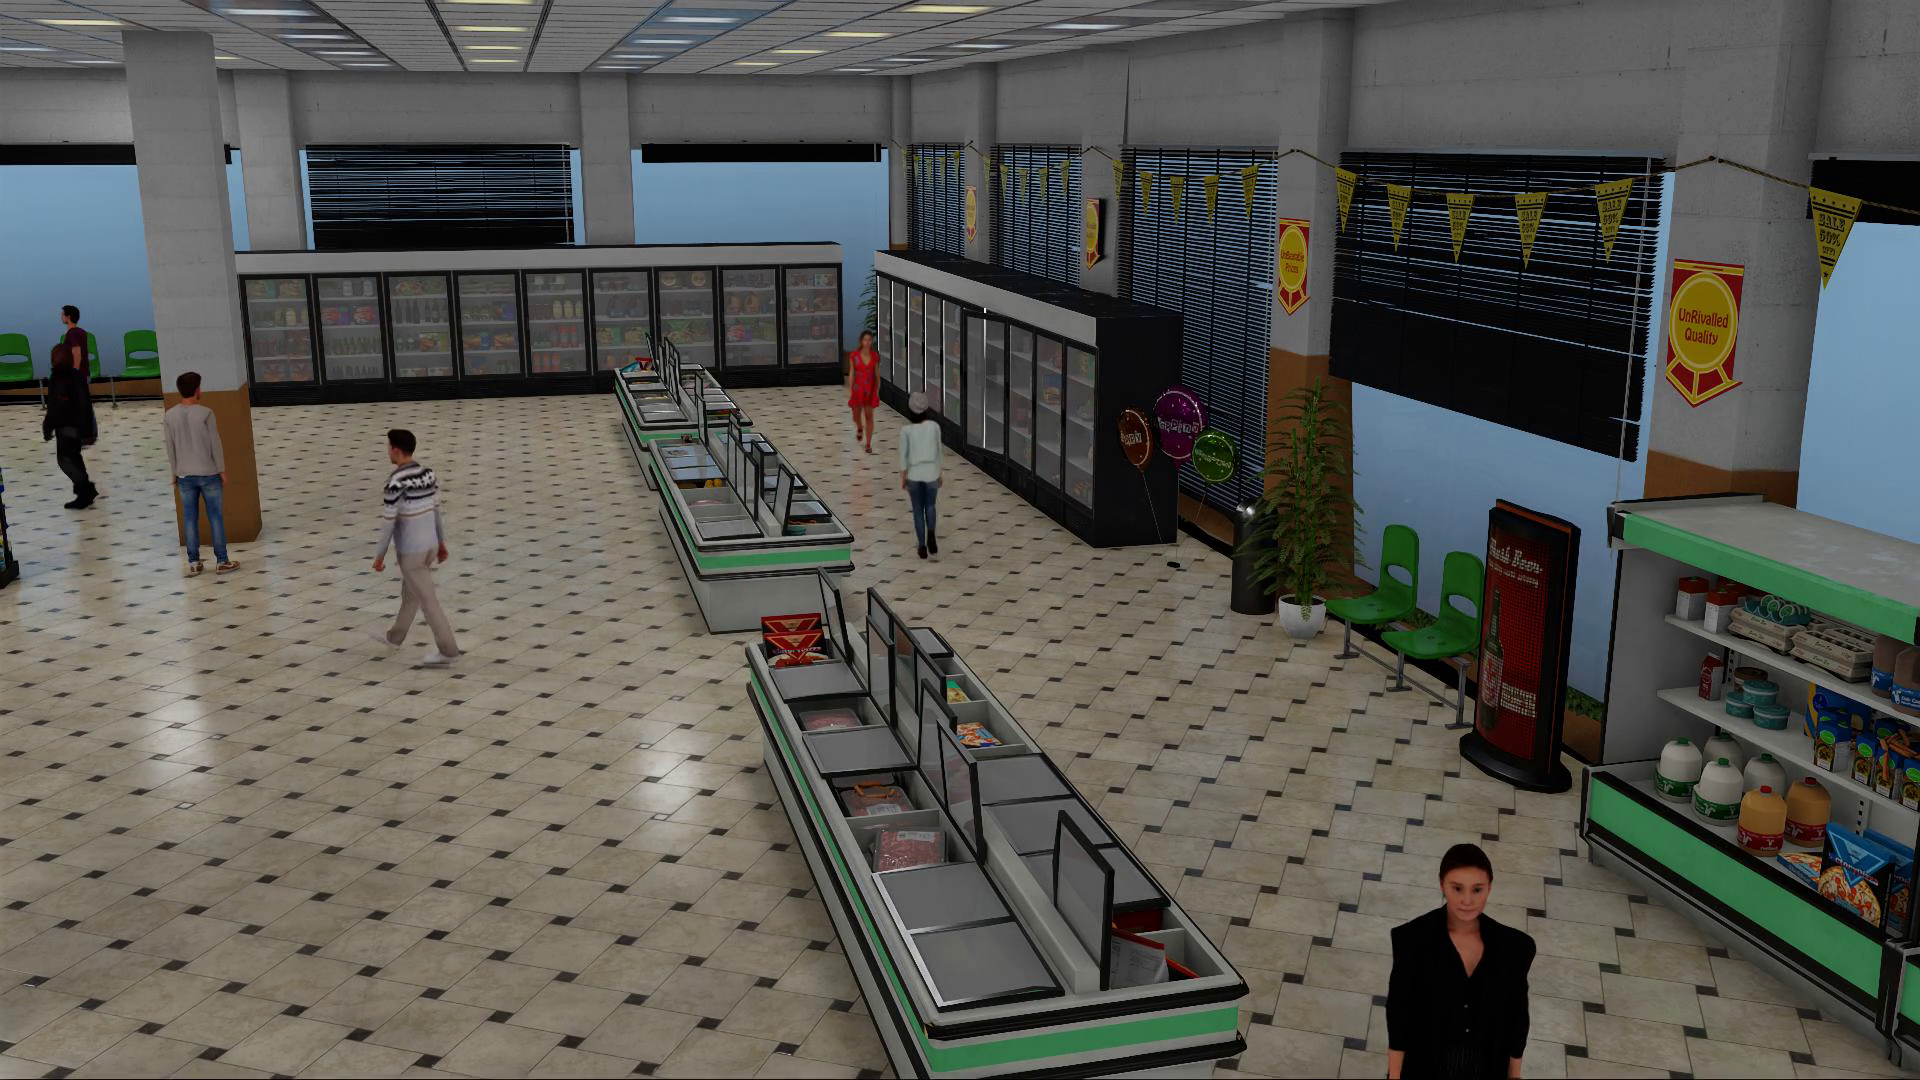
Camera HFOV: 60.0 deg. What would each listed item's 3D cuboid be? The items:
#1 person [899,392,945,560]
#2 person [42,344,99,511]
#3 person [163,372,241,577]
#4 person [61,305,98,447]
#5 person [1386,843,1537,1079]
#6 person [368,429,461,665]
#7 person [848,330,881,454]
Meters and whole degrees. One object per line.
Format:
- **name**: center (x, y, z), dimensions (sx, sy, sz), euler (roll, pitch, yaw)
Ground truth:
- **person**: center (-0.349, -0.602, 15.994), dimensions (0.595, 1.639, 0.674), euler (-3, 14, -12)
- **person**: center (-9.728, -1.259, 18.339), dimensions (0.824, 1.811, 0.891), euler (8, 16, 31)
- **person**: center (-7.098, -0.616, 15.502), dimensions (0.706, 1.898, 0.643), euler (-1, 14, -4)
- **person**: center (-11.715, -2.196, 22.106), dimensions (0.718, 1.855, 0.492), euler (-4, 14, -17)
- **person**: center (1.689, 1.841, 5.753), dimensions (0.705, 1.718, 0.671), euler (1, 14, 2)
- **person**: center (-4.108, 0.091, 12.761), dimensions (1.155, 1.817, 1.209), euler (4, 14, 17)
- **person**: center (-1.247, -1.939, 21.629), dimensions (0.669, 1.582, 0.870), euler (-1, 14, -5)
